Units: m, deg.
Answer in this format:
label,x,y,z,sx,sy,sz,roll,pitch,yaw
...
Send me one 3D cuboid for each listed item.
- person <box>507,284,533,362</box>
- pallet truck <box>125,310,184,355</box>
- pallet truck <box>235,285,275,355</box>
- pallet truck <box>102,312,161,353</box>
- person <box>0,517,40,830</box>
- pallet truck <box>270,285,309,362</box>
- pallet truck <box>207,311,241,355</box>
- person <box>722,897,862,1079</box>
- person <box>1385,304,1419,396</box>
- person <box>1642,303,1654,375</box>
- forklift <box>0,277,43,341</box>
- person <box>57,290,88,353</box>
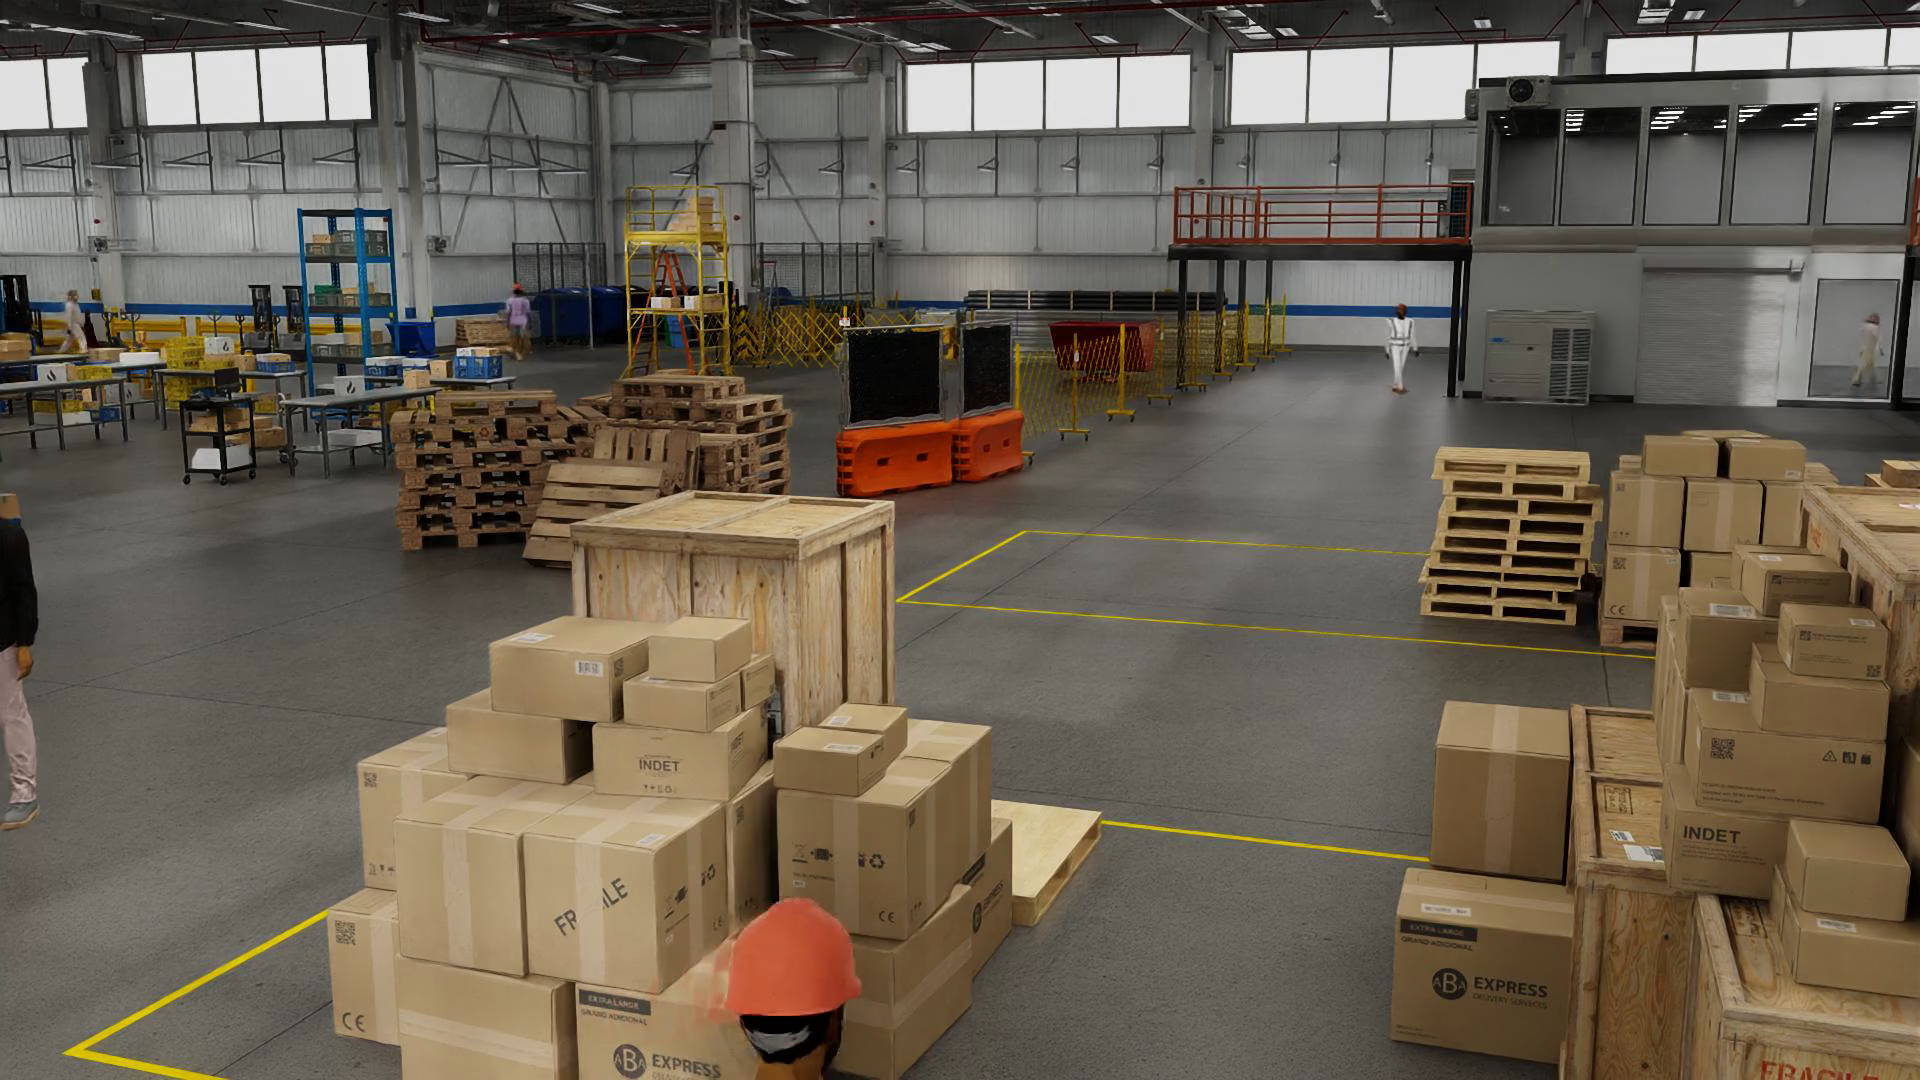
label,x,y,z,sx,sy,sz,roll,pitch,yaw
person,-11.464,-5.673,43.471,0.614,2.001,0.970,1,10,6
pallet truck,-22.038,-5.665,45.457,0.704,1.261,1.522,3,11,17
pallet truck,-18.327,-5.835,44.421,0.823,1.965,1.885,4,11,23
pallet truck,-23.057,-5.777,46.261,0.680,1.201,1.601,3,11,19
person,-5.095,0.522,8.625,0.612,1.996,0.391,1,10,6
pallet truck,-17.147,-5.700,43.663,0.823,1.965,1.885,3,11,17
pallet truck,-19.537,-5.575,44.913,0.653,1.274,1.630,3,11,19
person,-0.363,1.601,2.904,0.595,1.886,0.990,5,11,28
person,8.947,-3.851,33.738,0.592,1.831,1.012,-2,10,-8
person,16.015,-4.717,38.560,0.563,1.828,0.913,-5,11,-25
forklift,-27.151,-6.329,46.328,1.157,1.987,2.680,3,11,17
person,-23.303,-5.624,43.628,0.977,1.861,0.632,-4,11,-20
